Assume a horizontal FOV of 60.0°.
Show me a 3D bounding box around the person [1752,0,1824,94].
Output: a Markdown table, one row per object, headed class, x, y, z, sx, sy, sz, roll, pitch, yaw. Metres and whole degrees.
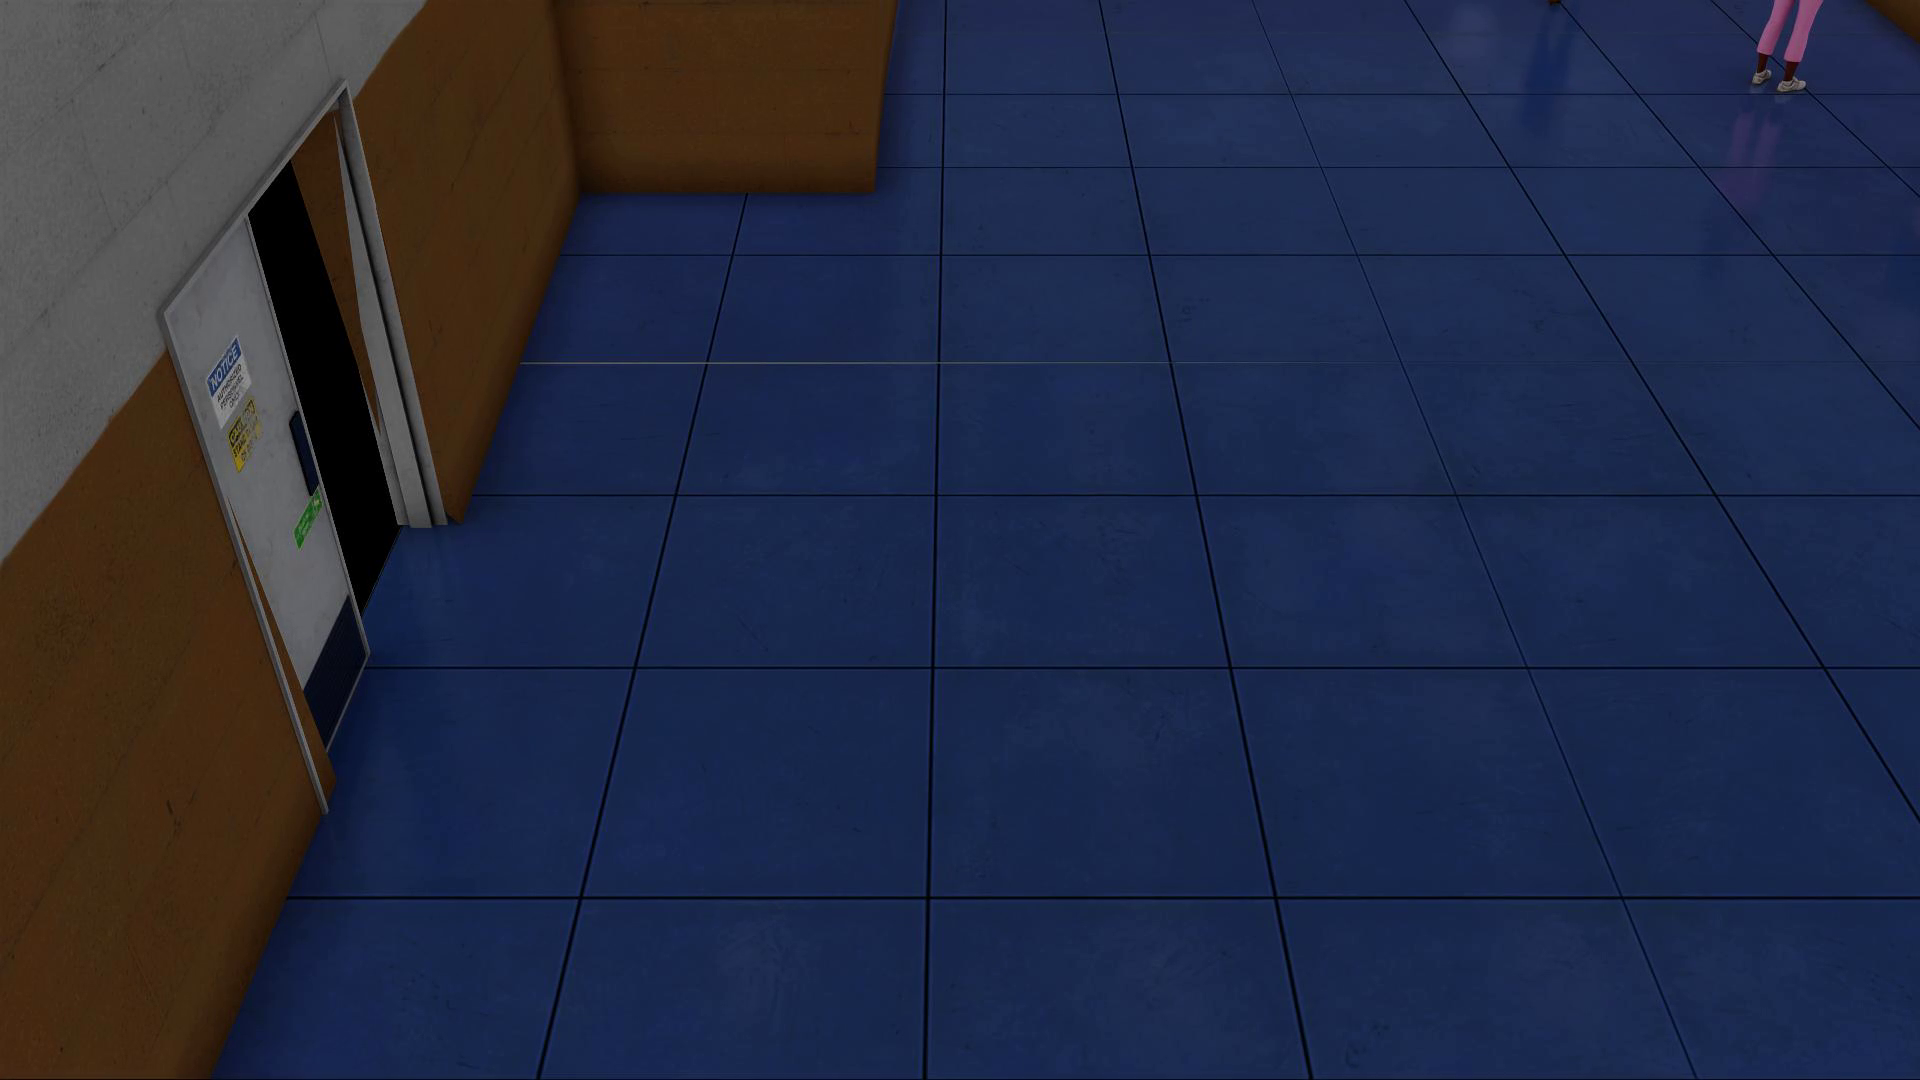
| class | x | y | z | sx | sy | sz | roll | pitch | yaw |
| --- | --- | --- | --- | --- | --- | --- | --- | --- | --- |
| person | 6.307 | -4.227 | 12.392 | 0.693 | 1.742 | 0.651 | -26 | 44 | -30 |
